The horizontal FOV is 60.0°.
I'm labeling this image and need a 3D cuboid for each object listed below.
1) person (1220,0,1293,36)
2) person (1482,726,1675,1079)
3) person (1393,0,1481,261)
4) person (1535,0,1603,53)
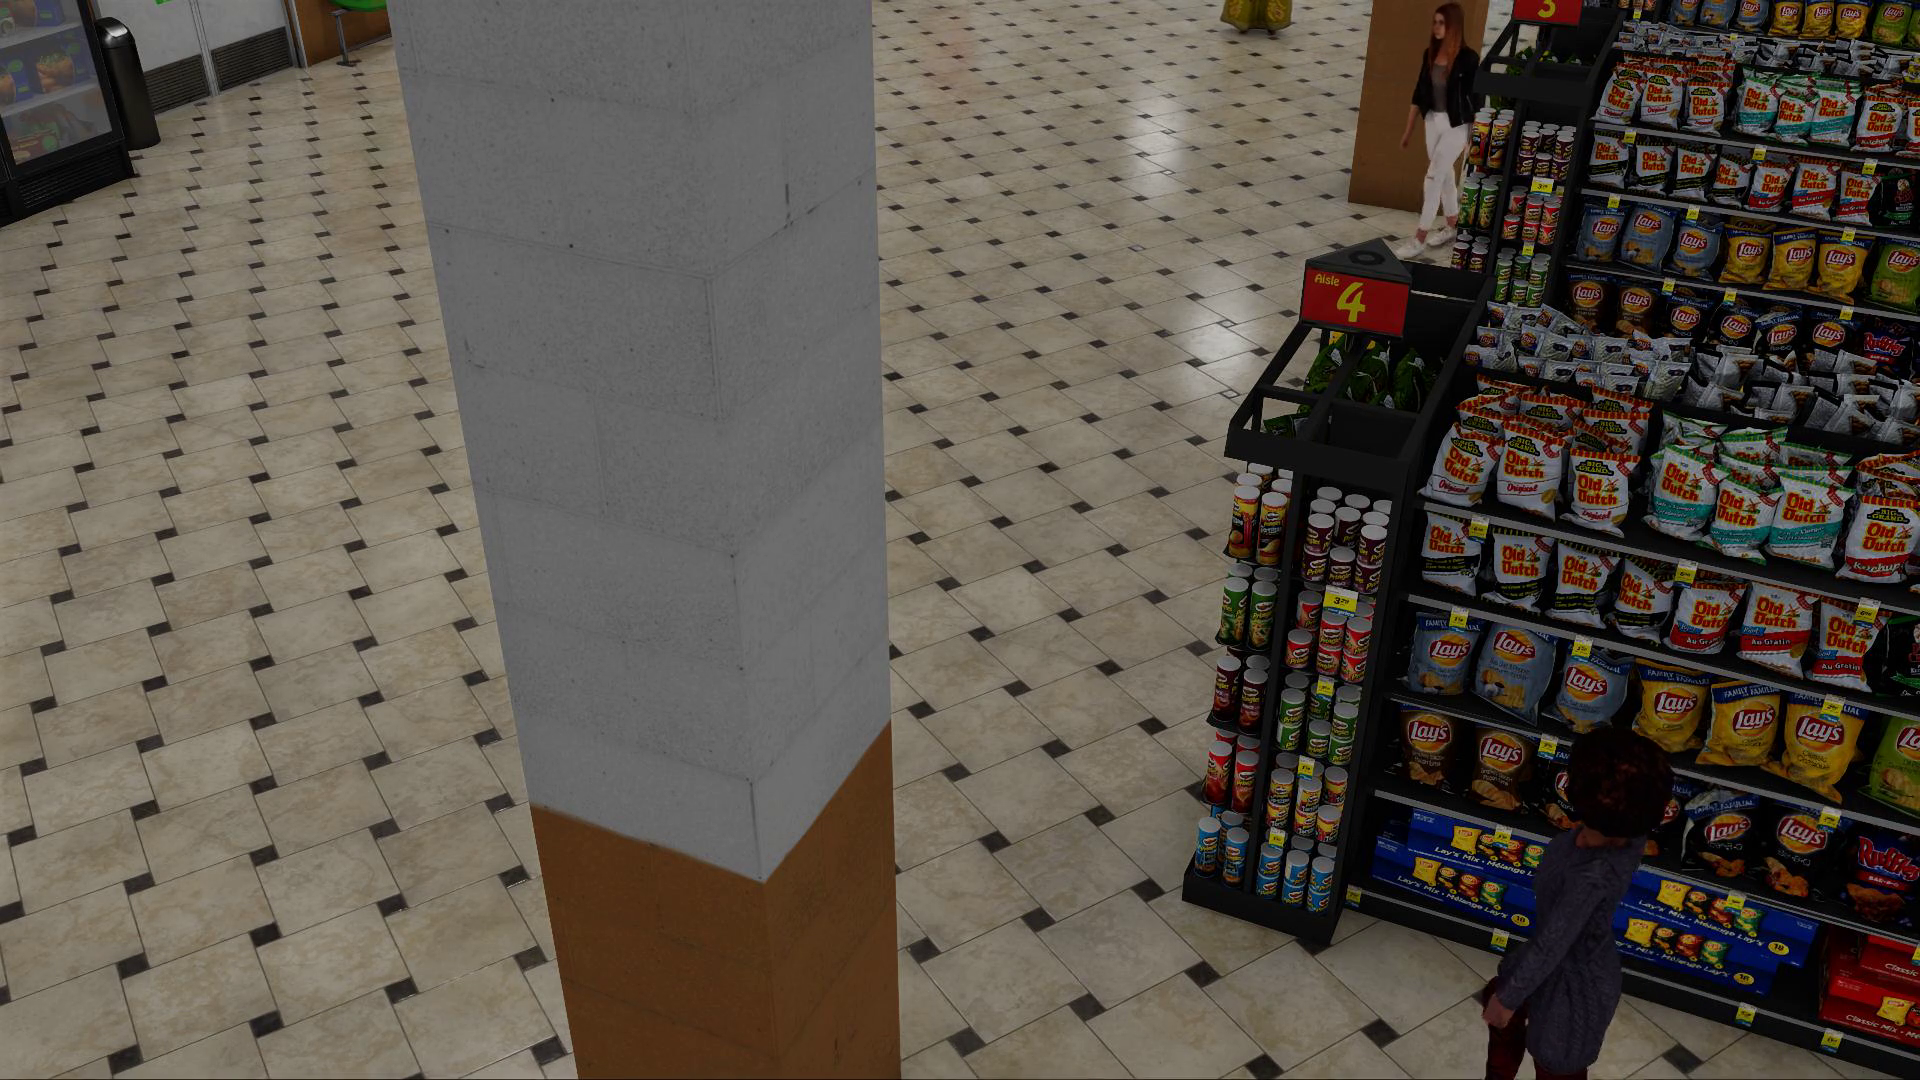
[{"bbox_3d":[2.907,-5.679,15.854,0.842,1.656,1.005,4,32,6],"label":"person"},{"bbox_3d":[1.779,1.274,4.642,0.690,1.696,0.600,16,35,24],"label":"person"},{"bbox_3d":[3.300,-2.728,11.098,0.956,1.670,0.963,-18,36,-26],"label":"person"},{"bbox_3d":[4.510,-3.748,12.672,0.997,1.739,1.248,-21,38,-30],"label":"person"}]
